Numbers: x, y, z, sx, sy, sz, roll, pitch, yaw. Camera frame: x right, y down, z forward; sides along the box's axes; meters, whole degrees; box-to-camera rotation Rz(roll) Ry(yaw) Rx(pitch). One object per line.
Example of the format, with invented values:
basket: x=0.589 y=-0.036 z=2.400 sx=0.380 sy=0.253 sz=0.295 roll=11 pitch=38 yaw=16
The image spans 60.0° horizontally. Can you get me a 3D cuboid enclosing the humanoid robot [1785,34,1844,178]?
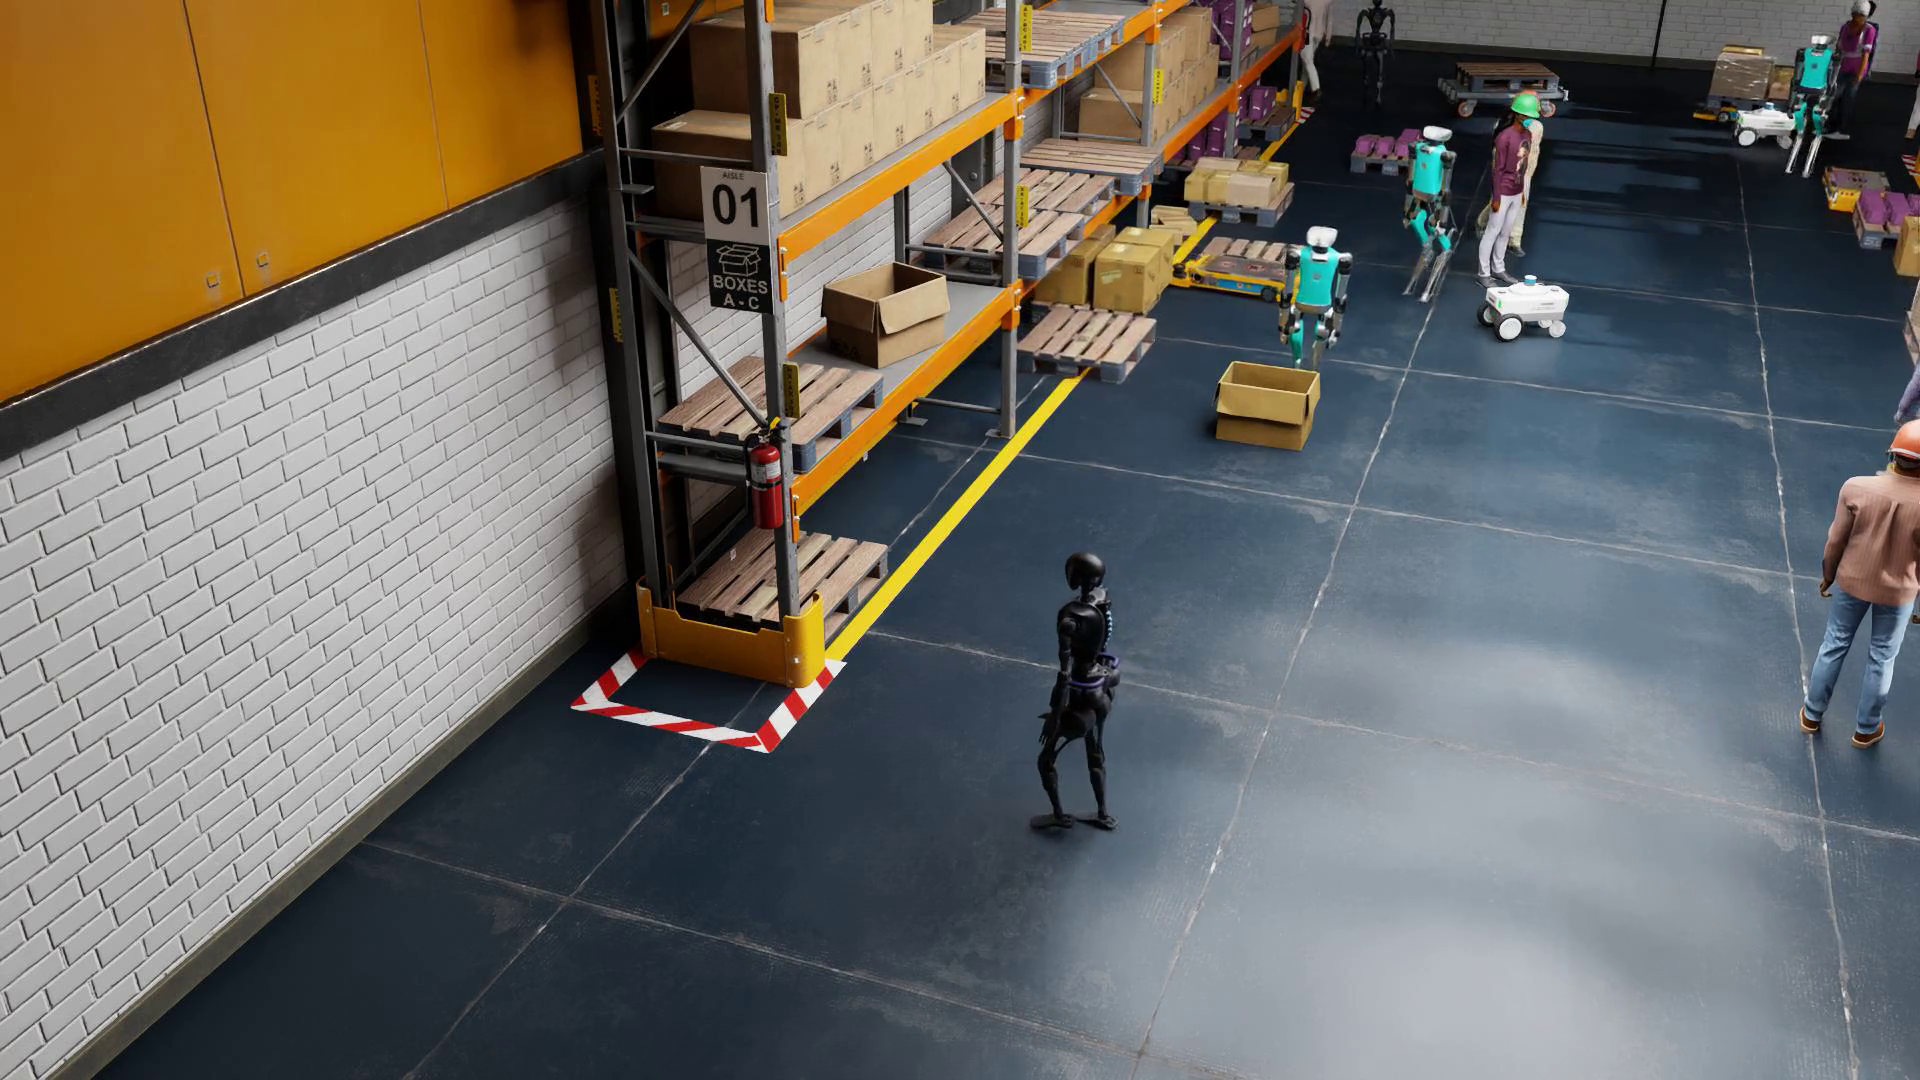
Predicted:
humanoid robot: x=10.549 y=-5.364 z=20.570 sx=0.531 sy=1.796 sz=0.695 roll=22 pitch=34 yaw=35

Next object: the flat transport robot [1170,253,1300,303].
flat transport robot: x=2.923 y=-2.671 z=16.931 sx=1.431 sy=0.231 sz=0.659 roll=13 pitch=30 yaw=23

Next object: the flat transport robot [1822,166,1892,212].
flat transport robot: x=10.697 y=-4.169 z=19.837 sx=0.659 sy=0.231 sz=1.431 roll=10 pitch=29 yaw=19

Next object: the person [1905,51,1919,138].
person: x=13.126 y=-6.287 z=22.231 sx=0.635 sy=1.840 sz=0.429 roll=12 pitch=29 yaw=21

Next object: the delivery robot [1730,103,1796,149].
delivery robot: x=10.697 y=-5.522 z=22.121 sx=0.747 sy=0.568 sz=0.499 roll=7 pitch=28 yaw=12

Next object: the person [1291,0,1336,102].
person: x=5.185 y=-7.413 z=24.359 sx=0.618 sy=1.896 sz=0.982 roll=-8 pitch=28 yaw=-15

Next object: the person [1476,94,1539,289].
person: x=5.503 y=-3.515 z=16.743 sx=0.488 sy=1.946 sz=0.429 roll=-19 pitch=33 yaw=-33

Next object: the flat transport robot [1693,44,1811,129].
flat transport robot: x=11.136 y=-6.004 z=23.396 sx=1.431 sy=0.231 sz=0.659 roll=15 pitch=31 yaw=27

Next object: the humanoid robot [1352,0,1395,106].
humanoid robot: x=5.997 y=-7.106 z=24.024 sx=0.611 sy=1.625 sz=0.707 roll=4 pitch=27 yaw=7

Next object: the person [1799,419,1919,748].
person: x=5.174 y=0.253 z=9.379 sx=0.610 sy=1.995 sz=0.376 roll=18 pitch=32 yaw=31

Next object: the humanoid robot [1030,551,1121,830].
humanoid robot: x=0.637 y=0.798 z=8.667 sx=0.429 sy=1.645 sz=0.590 roll=14 pitch=30 yaw=25

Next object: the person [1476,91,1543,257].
person: x=5.922 y=-3.971 z=17.853 sx=0.560 sy=1.730 sz=0.712 roll=-5 pitch=28 yaw=-10

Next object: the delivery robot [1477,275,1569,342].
delivery robot: x=5.328 y=-2.198 z=15.697 sx=0.782 sy=0.589 sz=0.499 roll=-3 pitch=27 yaw=-5

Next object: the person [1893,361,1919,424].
person: x=7.074 y=-0.891 z=12.033 sx=0.510 sy=1.579 sz=0.857 roll=3 pitch=27 yaw=7

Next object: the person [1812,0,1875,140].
person: x=11.901 y=-6.305 z=22.284 sx=0.406 sy=1.830 sz=0.554 roll=-12 pitch=30 yaw=-22

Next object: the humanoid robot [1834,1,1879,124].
humanoid robot: x=12.393 y=-6.619 z=23.070 sx=0.357 sy=1.655 sz=0.610 roll=-13 pitch=30 yaw=-24

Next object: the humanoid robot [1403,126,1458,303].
humanoid robot: x=4.687 y=-3.177 z=16.355 sx=0.662 sy=1.832 sz=0.533 roll=-18 pitch=33 yaw=-32

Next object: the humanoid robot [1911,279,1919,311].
humanoid robot: x=9.253 y=-2.834 z=15.501 sx=0.533 sy=1.677 sz=0.735 roll=13 pitch=30 yaw=23

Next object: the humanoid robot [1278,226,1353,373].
humanoid robot: x=2.911 y=-1.843 z=13.798 sx=0.546 sy=1.758 sz=1.034 roll=5 pitch=28 yaw=10
